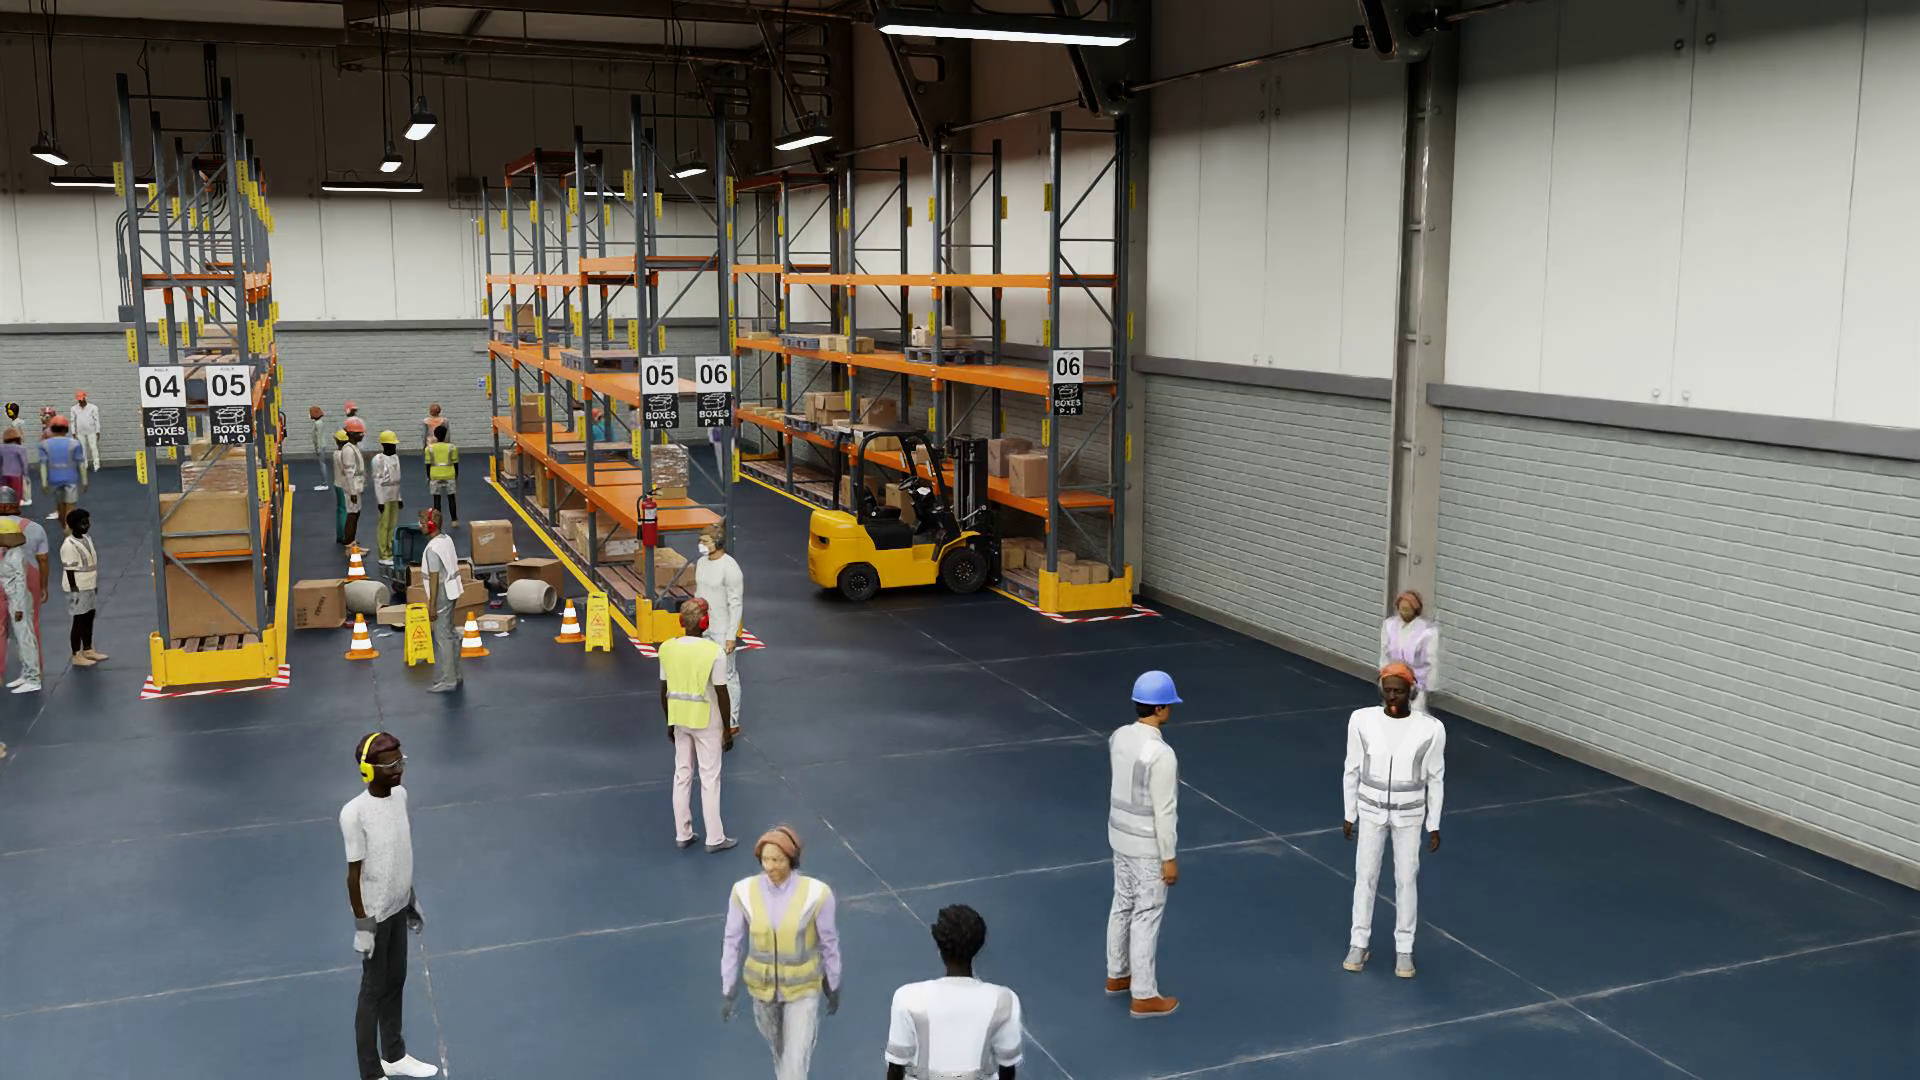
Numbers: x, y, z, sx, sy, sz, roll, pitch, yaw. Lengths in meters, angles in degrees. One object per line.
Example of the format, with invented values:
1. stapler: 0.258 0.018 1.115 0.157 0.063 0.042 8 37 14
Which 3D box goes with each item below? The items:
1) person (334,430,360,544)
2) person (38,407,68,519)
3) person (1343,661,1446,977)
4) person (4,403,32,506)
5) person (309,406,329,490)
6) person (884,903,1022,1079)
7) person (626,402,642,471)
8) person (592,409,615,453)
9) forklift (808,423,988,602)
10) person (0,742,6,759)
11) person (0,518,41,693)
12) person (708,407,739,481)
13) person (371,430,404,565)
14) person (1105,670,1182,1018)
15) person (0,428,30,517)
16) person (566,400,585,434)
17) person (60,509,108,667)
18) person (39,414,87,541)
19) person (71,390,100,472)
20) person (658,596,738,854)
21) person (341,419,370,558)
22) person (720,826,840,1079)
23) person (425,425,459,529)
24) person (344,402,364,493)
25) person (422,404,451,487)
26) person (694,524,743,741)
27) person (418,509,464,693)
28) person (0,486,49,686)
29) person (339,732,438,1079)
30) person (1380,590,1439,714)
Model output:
1. person: -9.482 -0.817 25.661 0.323 1.765 0.534 -6 11 -34
2. person: -15.437 -1.307 28.293 0.401 1.910 0.641 -3 10 -19
3. person: 2.548 1.639 9.826 0.573 1.883 0.359 3 10 21
4. person: -16.927 -1.538 29.884 0.327 1.865 0.518 -3 10 -19
5. person: -12.381 -1.774 32.118 0.277 1.627 0.502 -4 10 -21
6. person: -0.033 2.264 6.542 0.562 1.665 0.404 -1 9 -6
7. person: -6.402 -2.006 32.969 0.409 1.820 0.686 -4 10 -23
8. person: -6.670 -1.584 30.747 0.856 1.683 0.569 6 11 34
9. forklift: -0.830 -0.399 21.676 2.313 2.155 1.214 -4 10 -21
10. person: -8.434 0.939 14.223 0.353 1.886 0.572 -5 10 -26
11. person: -9.376 0.645 16.515 0.312 1.744 0.487 -6 11 -34
12. person: -4.710 -2.000 33.125 0.633 1.760 1.015 -2 9 -15
13. person: -8.175 -0.609 23.833 0.378 1.928 0.585 2 9 12
14. person: 1.046 1.689 9.354 0.420 1.940 0.611 -3 10 -21
15. person: -15.663 -1.034 27.487 0.520 1.624 0.318 0 9 3
16. person: -7.875 -2.099 34.135 0.277 1.633 0.507 6 11 35
17. person: -9.305 0.502 17.603 0.319 1.688 0.539 -1 9 -6
18. person: -13.779 -0.921 25.549 0.616 2.020 0.874 -3 9 -17
19. person: -18.397 -2.283 34.977 0.574 1.738 0.352 -2 9 -10
20. person: -1.886 1.327 11.891 0.566 1.850 0.389 4 10 24
21. person: -8.886 -0.760 24.474 0.405 2.036 0.607 -2 9 -11
22. person: -0.843 2.109 7.786 0.539 1.587 0.900 2 9 11
23. person: -8.443 -1.021 27.151 0.540 1.695 0.317 -3 9 -16
24. person: -11.573 -1.752 31.668 0.403 1.723 0.582 2 9 10
25. person: -10.234 -1.830 32.499 0.570 1.630 0.352 -3 10 -19
26. person: -2.173 0.814 14.845 0.371 1.940 0.630 -8 12 -42
27. person: -5.154 0.594 16.566 0.393 1.836 0.561 -1 9 -4
28. person: -9.603 0.447 16.836 0.686 2.000 0.535 -7 11 -37
29. person: -2.880 1.875 8.380 0.329 1.873 0.516 2 9 12
30. person: 3.655 1.181 13.518 0.526 1.616 0.466 8 12 40
